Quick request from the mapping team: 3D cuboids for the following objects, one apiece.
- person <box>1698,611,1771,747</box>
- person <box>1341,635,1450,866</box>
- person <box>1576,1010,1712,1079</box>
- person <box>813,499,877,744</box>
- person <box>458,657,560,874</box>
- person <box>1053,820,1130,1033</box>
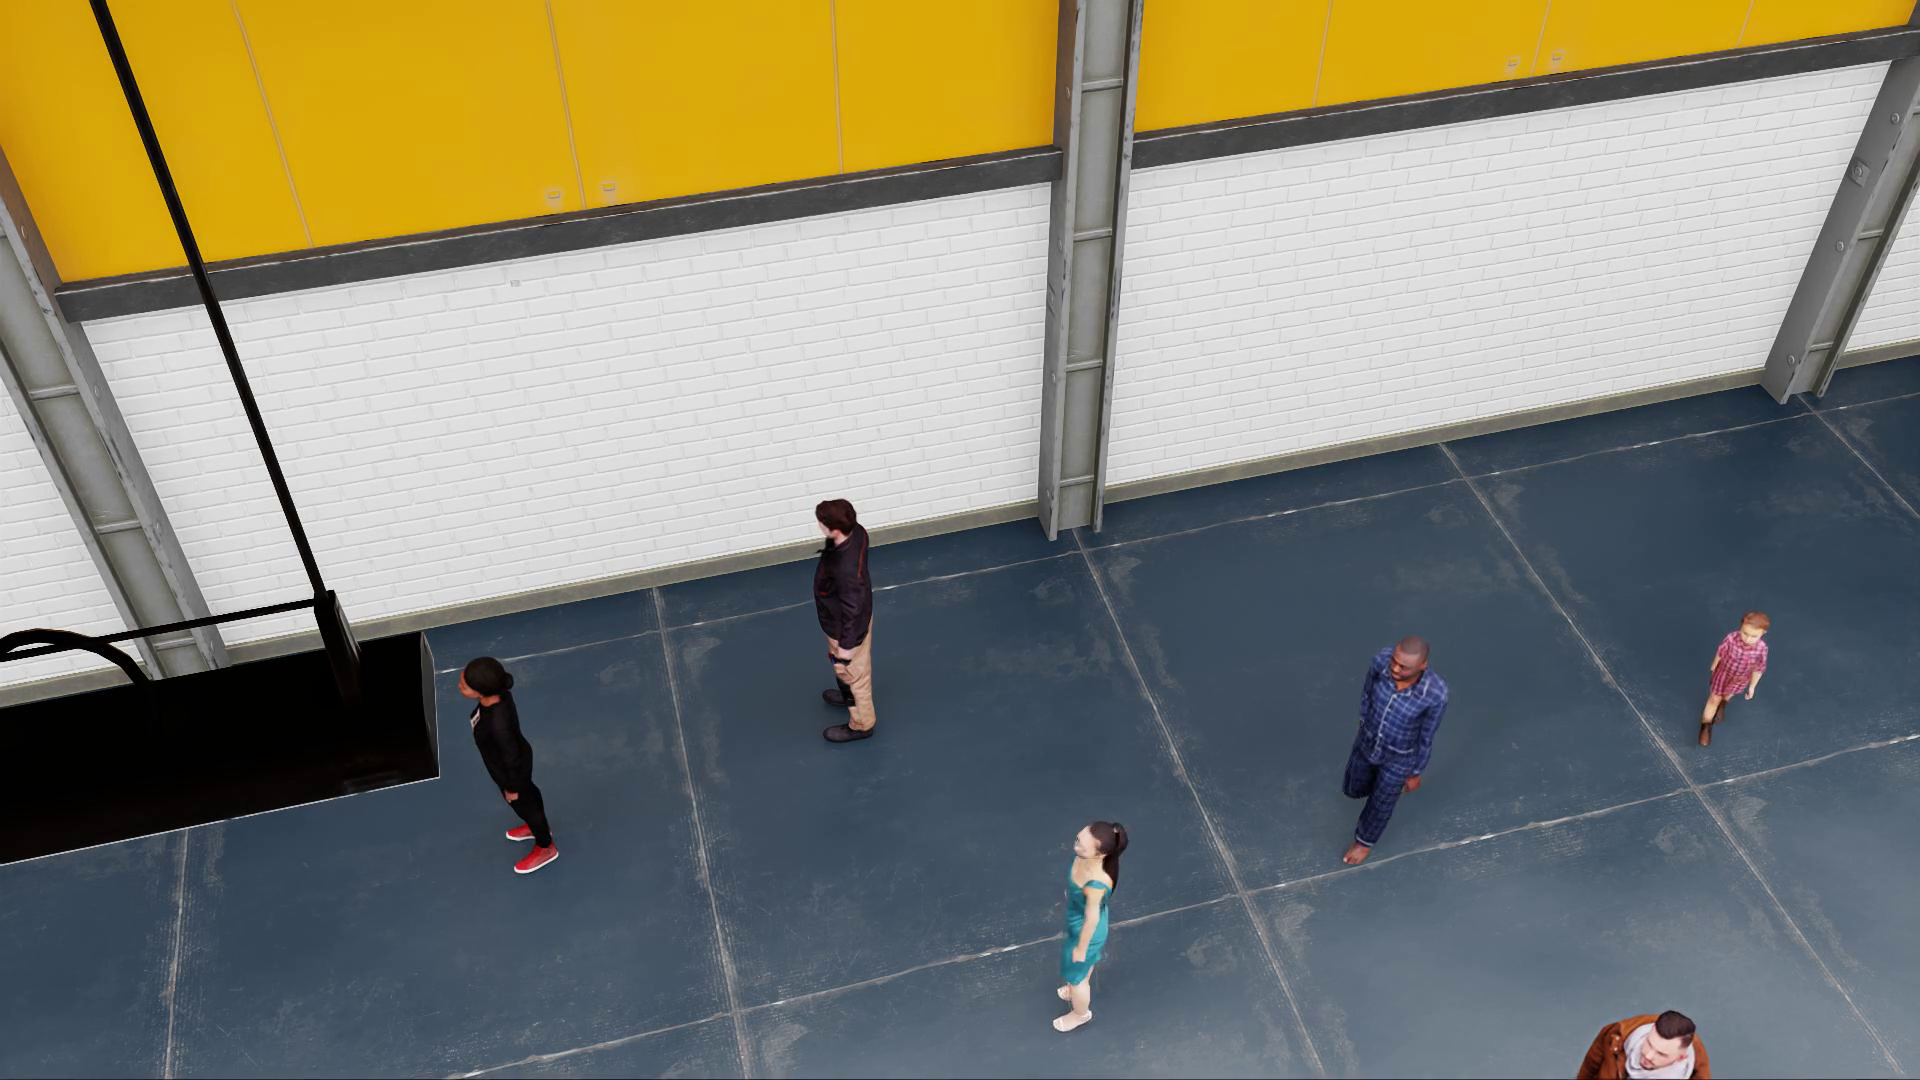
[{"bbox_3d":[4.854,0.785,10.370,0.699,1.000,0.735,18,46,18],"label":"person"},{"bbox_3d":[2.491,1.133,9.422,0.943,1.804,0.866,-35,53,-31],"label":"person"},{"bbox_3d":[3.061,2.710,7.742,0.858,1.838,0.831,-34,53,-31],"label":"person"},{"bbox_3d":[-0.675,0.476,10.027,0.689,1.921,0.752,-1,44,-1],"label":"person"},{"bbox_3d":[-2.539,1.250,9.393,0.525,1.674,0.610,-14,45,-14],"label":"person"},{"bbox_3d":[0.645,1.986,8.614,0.633,1.683,0.648,7,44,7],"label":"person"}]
